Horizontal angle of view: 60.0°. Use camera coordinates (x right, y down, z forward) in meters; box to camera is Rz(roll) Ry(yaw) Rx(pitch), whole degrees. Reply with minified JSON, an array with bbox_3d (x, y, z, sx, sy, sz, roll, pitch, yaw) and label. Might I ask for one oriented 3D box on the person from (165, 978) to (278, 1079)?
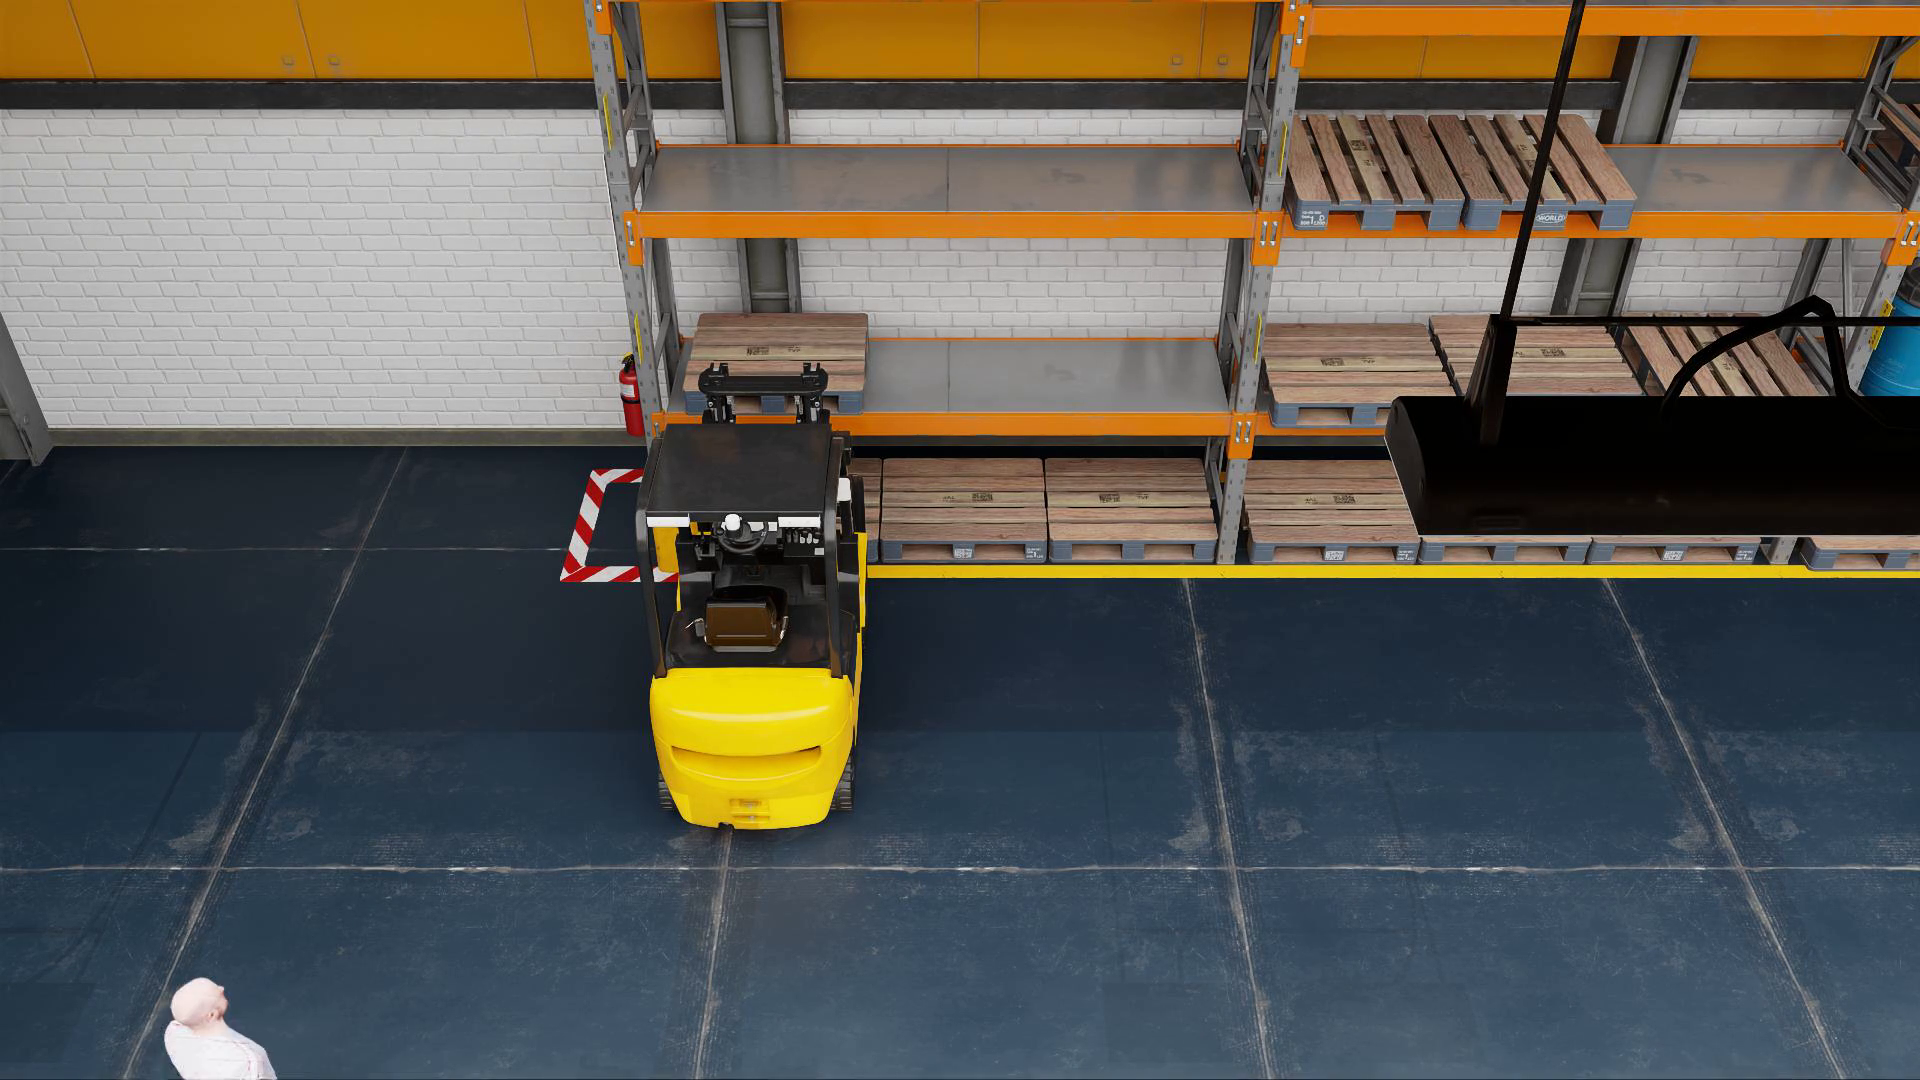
[{"bbox_3d":[-3.249,2.659,7.451,0.872,1.817,0.927,16,41,19],"label":"person"}]
